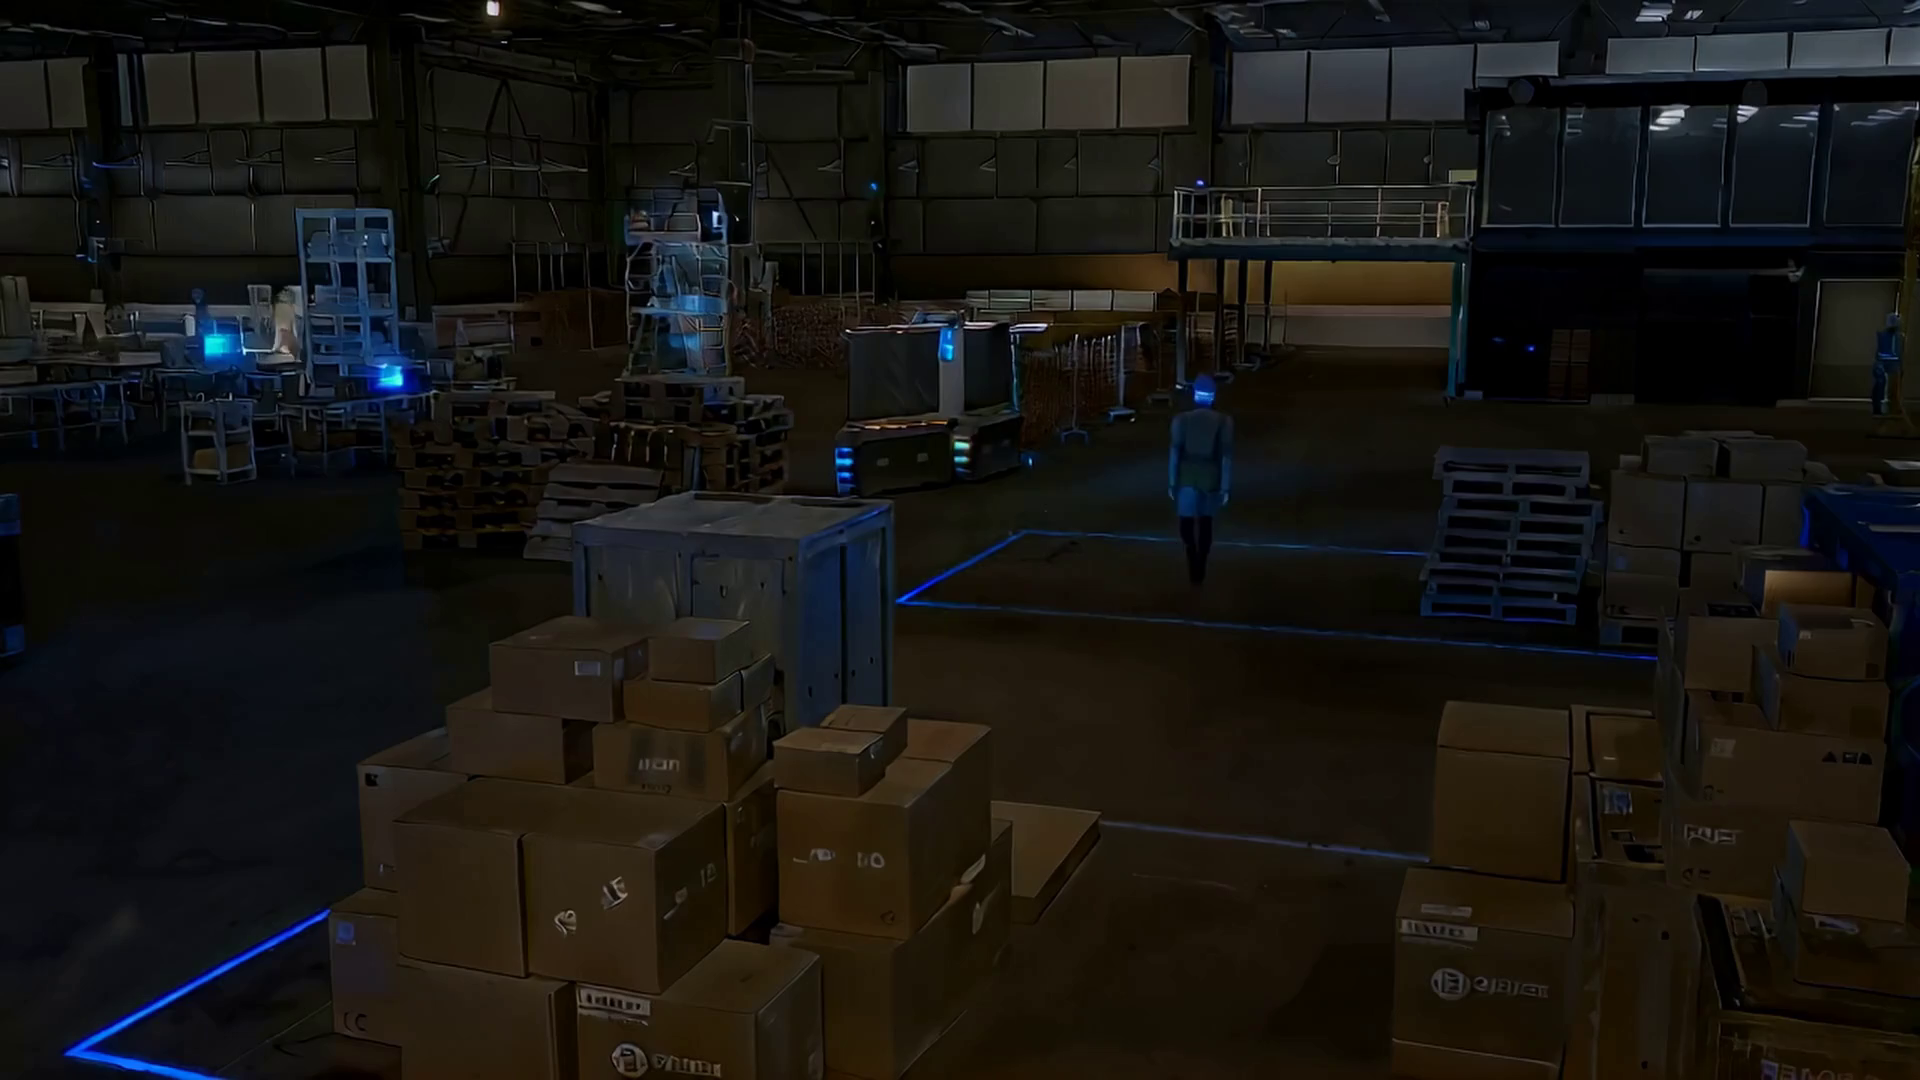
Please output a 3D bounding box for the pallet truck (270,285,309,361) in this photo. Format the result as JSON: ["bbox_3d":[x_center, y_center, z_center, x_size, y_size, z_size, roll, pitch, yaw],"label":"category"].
[{"bbox_3d":[-17.147,-5.700,43.663,0.823,1.965,1.885,3,11,17],"label":"pallet truck"}]

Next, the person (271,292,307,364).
[{"bbox_3d":[-17.192,-5.400,42.421,1.034,1.834,0.669,2,10,9],"label":"person"}]

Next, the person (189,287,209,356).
[{"bbox_3d":[-18.362,-5.129,40.422,0.905,2.014,0.610,-5,11,-28],"label":"person"}]

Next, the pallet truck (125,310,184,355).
[{"bbox_3d":[-22.038,-5.665,45.457,0.704,1.261,1.522,3,11,17],"label":"pallet truck"}]

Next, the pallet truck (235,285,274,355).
[{"bbox_3d":[-18.327,-5.835,44.421,0.823,1.965,1.885,4,11,23],"label":"pallet truck"}]

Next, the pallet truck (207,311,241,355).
[{"bbox_3d":[-19.537,-5.575,44.913,0.653,1.274,1.630,3,11,19],"label":"pallet truck"}]

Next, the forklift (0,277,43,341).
[{"bbox_3d":[-27.151,-6.329,46.328,1.157,1.987,2.680,3,11,17],"label":"forklift"}]

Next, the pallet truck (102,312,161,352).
[{"bbox_3d":[-23.057,-5.777,46.261,0.680,1.201,1.601,3,11,19],"label":"pallet truck"}]

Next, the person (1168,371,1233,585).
[{"bbox_3d":[2.141,-0.535,14.805,0.560,1.921,0.742,1,10,5],"label":"person"}]

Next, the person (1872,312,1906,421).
[{"bbox_3d":[16.108,-3.009,28.829,0.354,1.883,0.573,-4,11,-23],"label":"person"}]
